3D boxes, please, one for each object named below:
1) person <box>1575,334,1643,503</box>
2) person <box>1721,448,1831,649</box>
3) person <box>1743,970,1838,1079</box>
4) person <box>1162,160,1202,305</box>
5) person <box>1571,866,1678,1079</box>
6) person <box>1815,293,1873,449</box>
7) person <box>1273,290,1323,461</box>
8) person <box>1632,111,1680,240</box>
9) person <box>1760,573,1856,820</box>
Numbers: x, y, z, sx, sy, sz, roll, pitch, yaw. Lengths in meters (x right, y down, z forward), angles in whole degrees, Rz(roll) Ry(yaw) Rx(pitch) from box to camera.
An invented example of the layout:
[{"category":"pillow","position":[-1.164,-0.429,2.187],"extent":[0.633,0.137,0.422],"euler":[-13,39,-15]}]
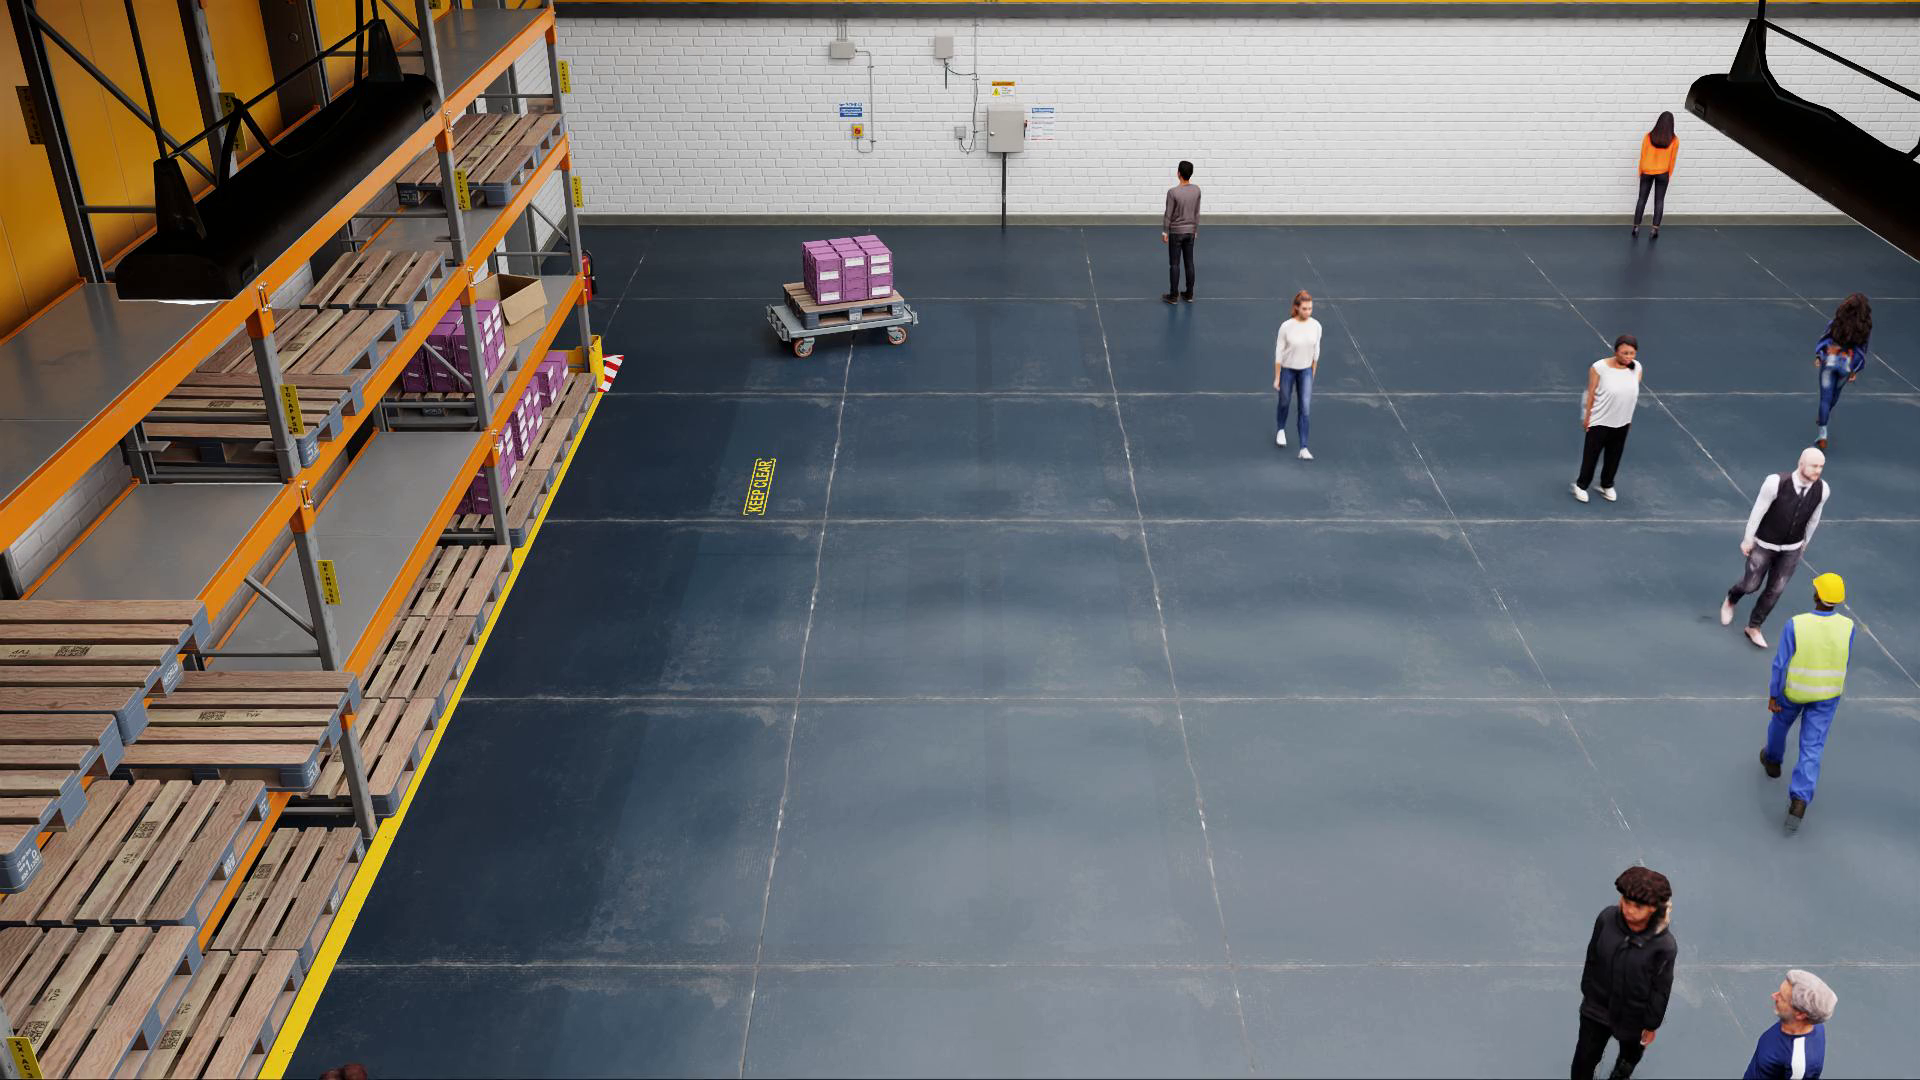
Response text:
[{"category":"person","position":[6.199,-1.171,15.823],"extent":[0.671,1.686,0.637],"euler":[-3,29,-6]},{"category":"person","position":[6.607,0.021,13.518],"extent":[0.700,1.802,0.797],"euler":[2,29,4]},{"category":"person","position":[4.021,2.860,8.273],"extent":[0.766,1.839,0.621],"euler":[10,30,18]},{"category":"person","position":[2.750,-3.802,20.564],"extent":[0.705,1.765,0.661],"euler":[-8,30,-13]},{"category":"person","position":[3.639,2.481,9.062],"extent":[1.035,1.750,1.190],"euler":[19,34,30]},{"category":"person","position":[8.917,-1.699,16.917],"extent":[0.823,1.566,1.134],"euler":[9,30,15]},{"category":"person","position":[3.351,-1.701,16.796],"extent":[0.649,1.686,1.020],"euler":[-1,29,-1]},{"category":"person","position":[9.527,-5.004,22.786],"extent":[0.703,1.748,0.707],"euler":[14,32,24]},{"category":"person","position":[5.906,1.103,11.554],"extent":[0.899,1.782,1.268],"euler":[9,30,16]}]
